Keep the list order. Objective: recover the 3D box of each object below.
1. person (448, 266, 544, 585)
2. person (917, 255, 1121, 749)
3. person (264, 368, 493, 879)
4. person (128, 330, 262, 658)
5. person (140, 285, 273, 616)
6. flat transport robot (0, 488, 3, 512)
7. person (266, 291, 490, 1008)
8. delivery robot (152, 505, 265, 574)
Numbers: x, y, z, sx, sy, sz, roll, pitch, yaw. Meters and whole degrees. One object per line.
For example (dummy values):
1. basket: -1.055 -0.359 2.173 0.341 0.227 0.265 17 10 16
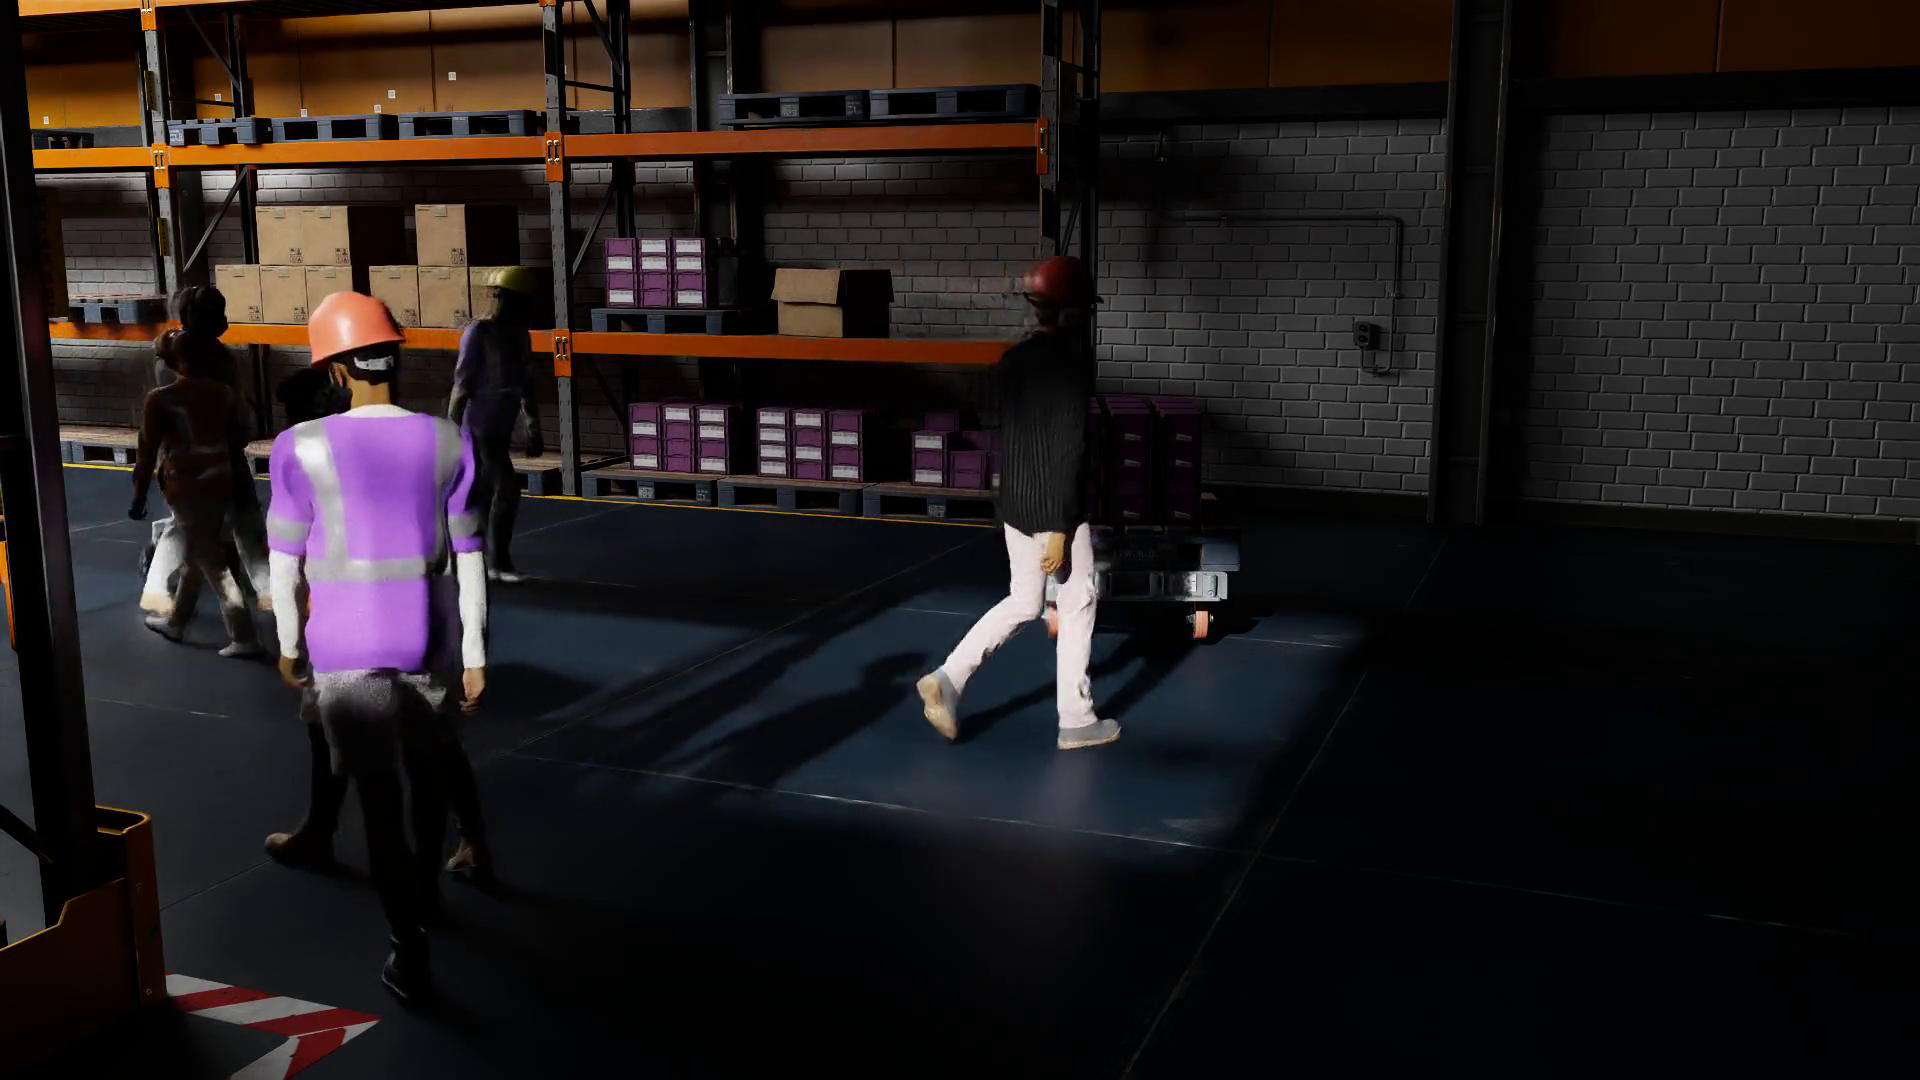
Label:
1. person: -2.734 -0.661 9.785 0.711 1.878 0.601 2 10 13
2. person: 0.268 -0.119 6.512 0.774 1.973 0.605 -6 12 -31
3. person: -1.849 0.281 5.211 0.883 1.641 0.540 4 11 22
4. person: -3.768 -0.222 8.126 0.858 1.589 0.523 4 11 21
5. person: -4.069 -0.470 8.965 0.878 1.805 0.635 1 10 4
6. flat transport robot: -7.660 -0.359 12.588 0.652 0.197 1.431 -10 14 -43
7. person: -1.624 0.267 4.623 0.538 1.884 0.926 -7 12 -33
8. delivery robot: -4.452 -0.061 9.877 0.477 0.478 0.707 2 10 9
